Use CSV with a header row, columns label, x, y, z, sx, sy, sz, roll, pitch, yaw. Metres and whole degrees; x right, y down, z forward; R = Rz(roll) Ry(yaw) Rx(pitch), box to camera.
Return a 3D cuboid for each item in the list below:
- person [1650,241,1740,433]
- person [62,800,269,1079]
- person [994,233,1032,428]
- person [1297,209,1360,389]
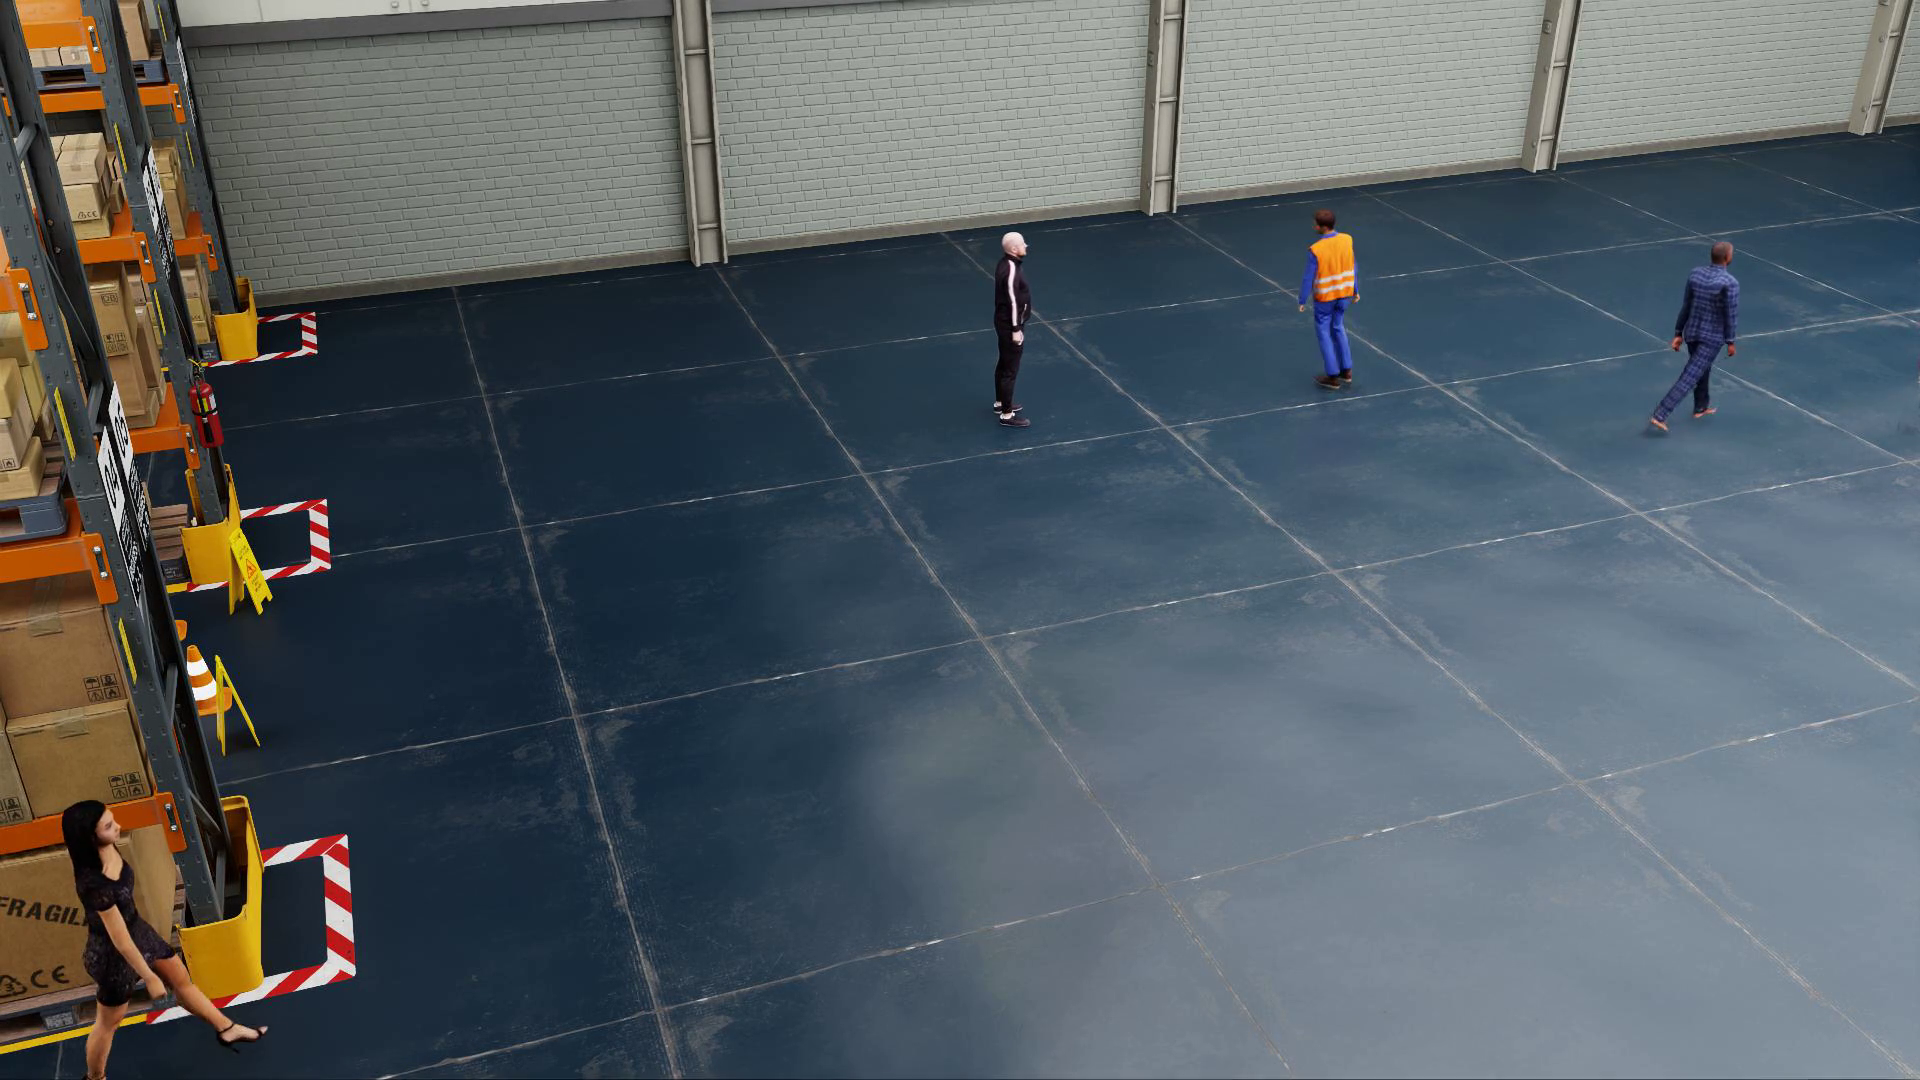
label,x,y,z,sx,sy,sz,roll,pitch,yaw
person,6.786,-1.826,15.300,1.214,1.775,0.771,-14,31,-24
person,-4.152,2.053,8.058,1.084,1.736,0.636,-10,30,-18
person,0.461,-1.987,15.536,0.644,1.837,0.727,-4,28,-7
person,3.640,-2.327,16.209,0.566,1.805,0.854,-5,29,-10
